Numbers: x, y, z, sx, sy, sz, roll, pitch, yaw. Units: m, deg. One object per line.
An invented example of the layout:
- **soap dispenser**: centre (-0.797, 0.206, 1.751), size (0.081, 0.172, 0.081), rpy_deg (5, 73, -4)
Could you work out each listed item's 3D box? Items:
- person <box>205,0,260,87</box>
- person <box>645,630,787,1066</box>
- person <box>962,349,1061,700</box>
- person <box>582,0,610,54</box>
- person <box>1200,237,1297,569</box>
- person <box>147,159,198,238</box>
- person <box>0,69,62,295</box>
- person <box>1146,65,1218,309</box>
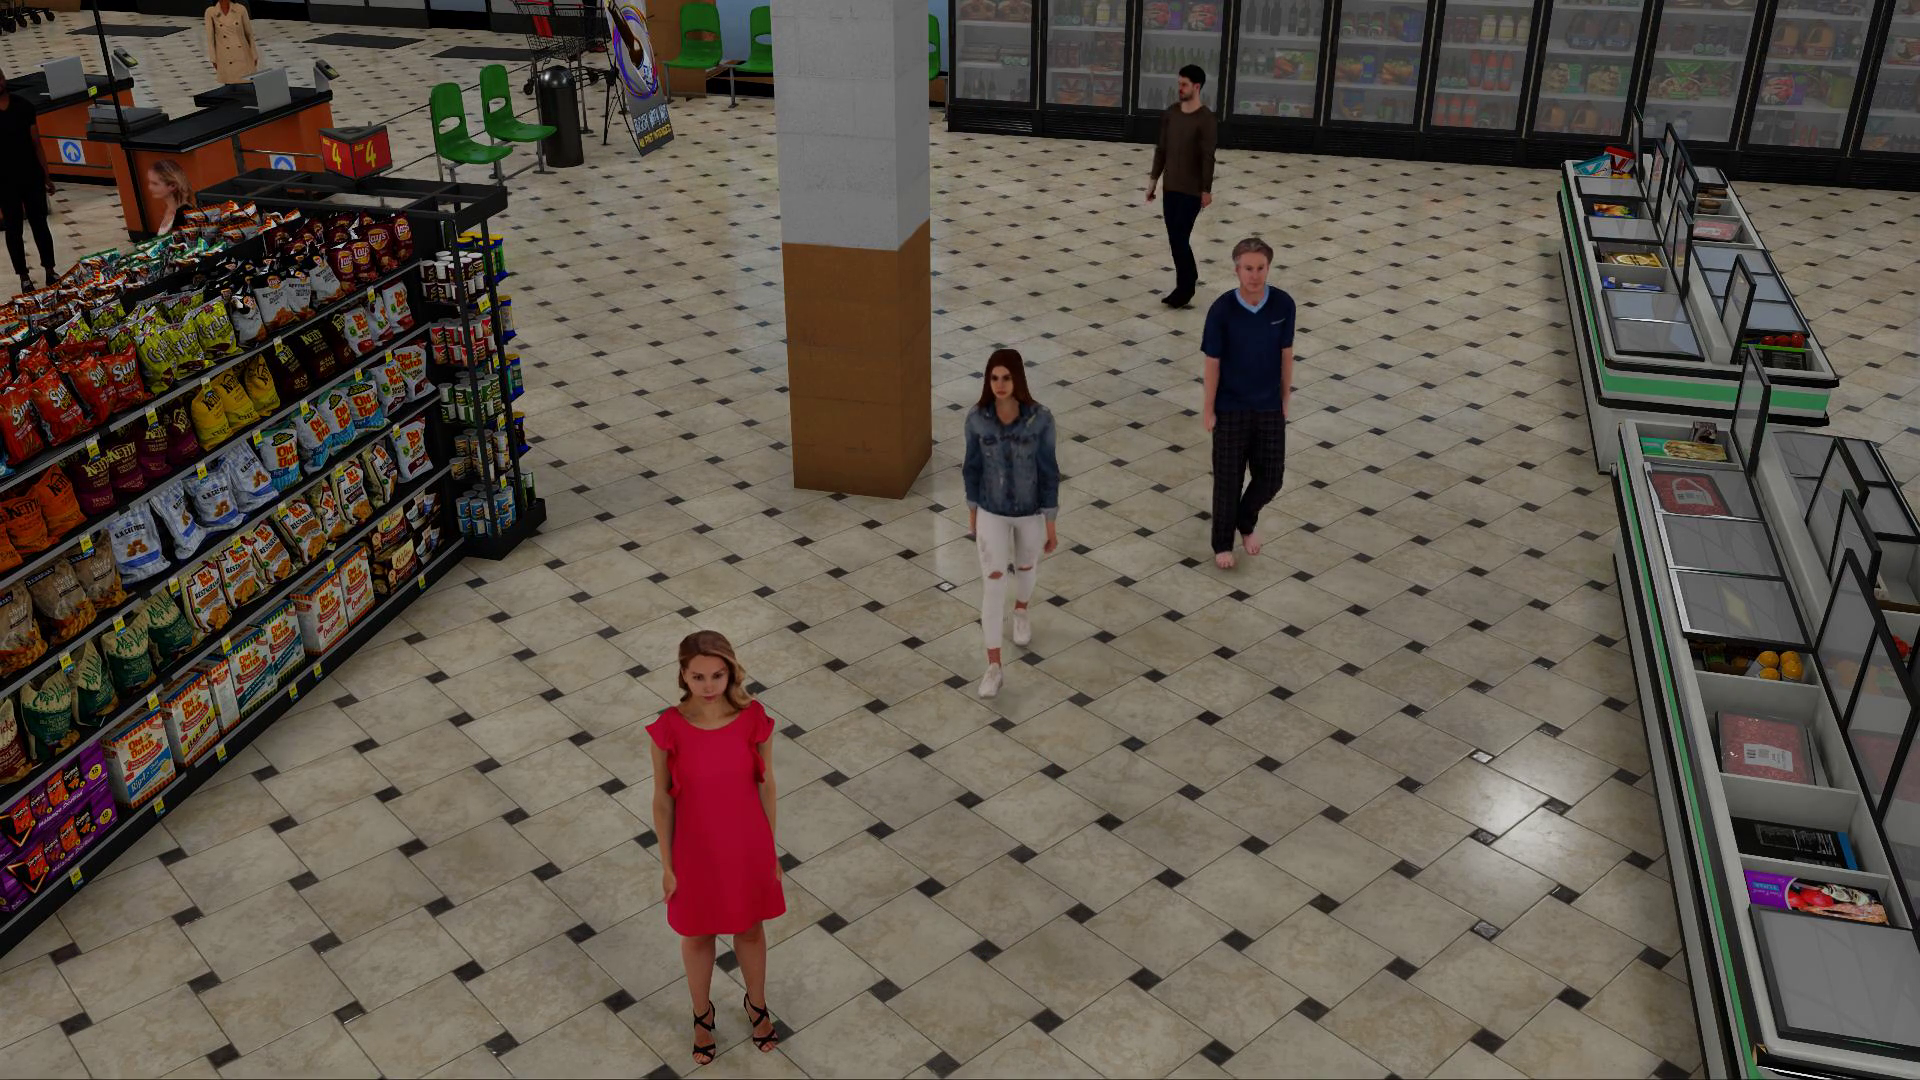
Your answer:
- **person**: centre (-7.855, -5.216, 18.023), size (0.722, 1.680, 0.744), rpy_deg (-10, 29, -20)
- **person**: centre (-0.809, 1.044, 5.626), size (0.660, 1.728, 0.684), rpy_deg (-7, 28, -13)
- **person**: centre (0.265, -0.144, 8.043), size (0.758, 1.661, 1.137), rpy_deg (3, 27, 5)
- **person**: centre (-5.033, -7.500, 22.474), size (0.771, 1.729, 0.675), rpy_deg (-10, 29, -19)
- **person**: centre (1.526, -0.747, 9.018), size (0.772, 1.856, 0.785), rpy_deg (-3, 27, -5)
- **person**: centre (-4.832, -1.574, 10.726), size (1.007, 1.786, 0.917), rpy_deg (-17, 31, -30)
- **person**: centre (-7.515, -2.872, 13.248), size (0.810, 1.819, 0.682), rpy_deg (24, 35, 39)
- **person**: centre (1.793, -2.744, 12.934), size (0.801, 1.876, 0.761), rpy_deg (-19, 32, -32)
